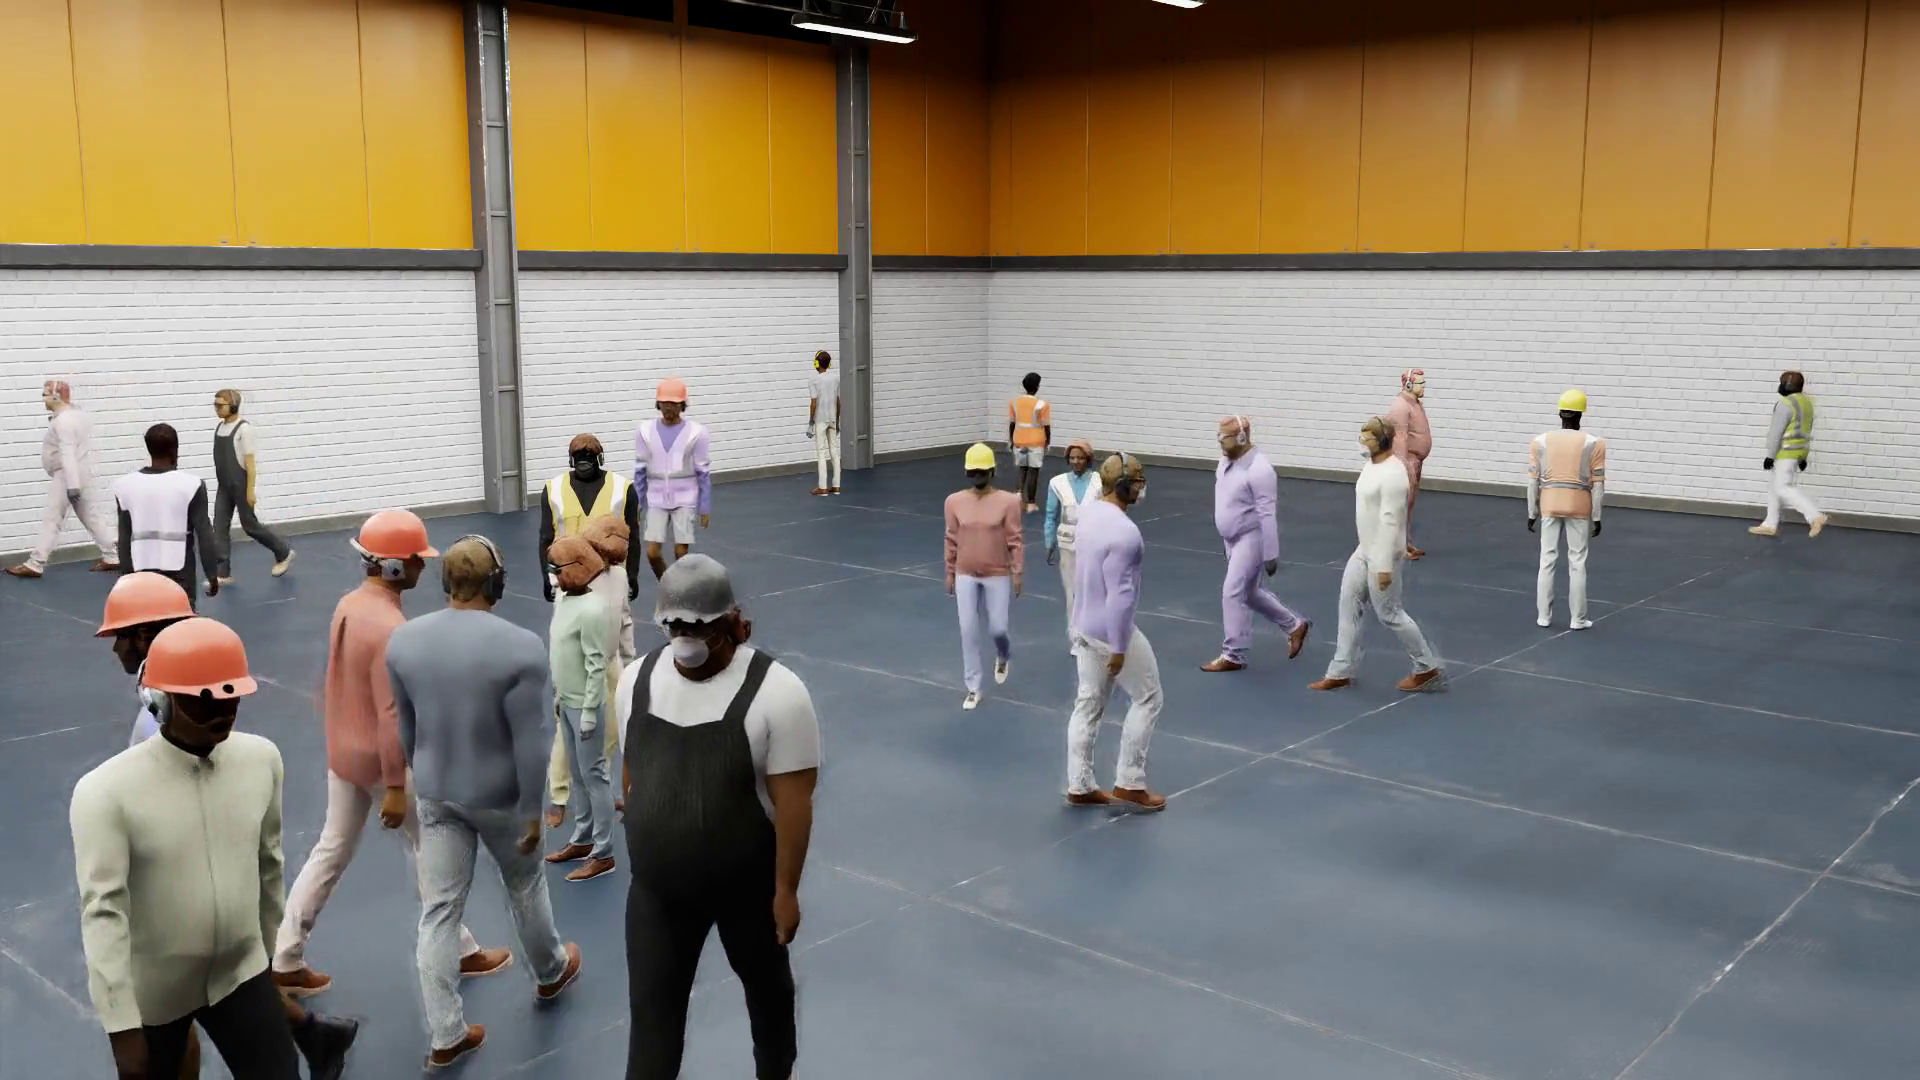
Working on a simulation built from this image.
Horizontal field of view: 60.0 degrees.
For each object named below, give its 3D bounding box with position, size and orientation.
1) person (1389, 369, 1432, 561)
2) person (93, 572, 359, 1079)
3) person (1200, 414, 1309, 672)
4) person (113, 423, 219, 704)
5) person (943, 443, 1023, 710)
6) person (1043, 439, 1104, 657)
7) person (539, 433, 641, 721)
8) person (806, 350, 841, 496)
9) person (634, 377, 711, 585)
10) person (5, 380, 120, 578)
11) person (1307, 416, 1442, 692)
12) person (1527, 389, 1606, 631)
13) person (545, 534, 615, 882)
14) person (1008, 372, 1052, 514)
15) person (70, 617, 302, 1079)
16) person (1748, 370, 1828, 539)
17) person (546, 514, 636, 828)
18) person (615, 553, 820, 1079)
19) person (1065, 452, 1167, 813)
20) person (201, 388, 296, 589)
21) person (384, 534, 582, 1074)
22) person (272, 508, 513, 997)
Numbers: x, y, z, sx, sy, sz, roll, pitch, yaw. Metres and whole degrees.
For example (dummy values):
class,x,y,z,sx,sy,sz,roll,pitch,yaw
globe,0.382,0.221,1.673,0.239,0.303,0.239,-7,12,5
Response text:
class,x,y,z,sx,sy,sz,roll,pitch,yaw
person,4.504,-0.759,16.646,0.409,1.907,0.650,4,10,26
person,-2.368,1.043,5.329,0.676,1.912,0.574,-2,9,-12
person,2.148,0.013,11.937,0.816,1.865,0.666,-2,9,-14
person,-5.166,0.185,10.806,0.602,1.888,0.930,0,9,2
person,0.161,0.217,11.013,0.537,1.750,0.573,2,9,12
person,0.888,0.066,12.319,0.545,1.622,0.373,2,9,14
person,-2.351,0.238,10.587,0.635,1.842,0.429,-1,9,-8
person,-1.759,-1.505,21.439,0.520,1.873,0.333,-8,12,-40
person,-2.323,-0.298,13.366,0.649,2.027,0.417,1,9,3
person,-8.467,-0.578,15.683,0.973,1.851,0.657,-2,9,-14
person,2.869,0.118,11.220,0.912,1.918,0.646,-1,9,-4
person,4.843,-0.238,13.308,0.588,1.928,0.383,6,11,32
person,-1.801,0.779,7.845,0.289,1.632,0.497,-5,11,-30
person,0.839,-1.150,19.772,0.557,1.683,0.368,5,10,29
person,-1.956,1.177,4.361,0.989,1.947,0.641,6,11,34
person,8.970,-0.910,17.886,0.637,1.821,0.784,-8,12,-42
person,-1.928,0.667,8.636,0.418,1.610,0.576,4,10,25
person,-0.797,0.992,5.228,0.698,2.000,1.021,2,9,14
person,0.848,0.490,8.790,0.660,1.917,0.640,-3,10,-19
person,-6.585,-0.495,15.277,0.515,1.822,0.843,6,11,33
person,-1.750,0.913,6.179,0.635,1.900,0.951,1,9,8
person,-2.324,0.841,6.508,0.954,1.947,0.636,-7,12,-39
